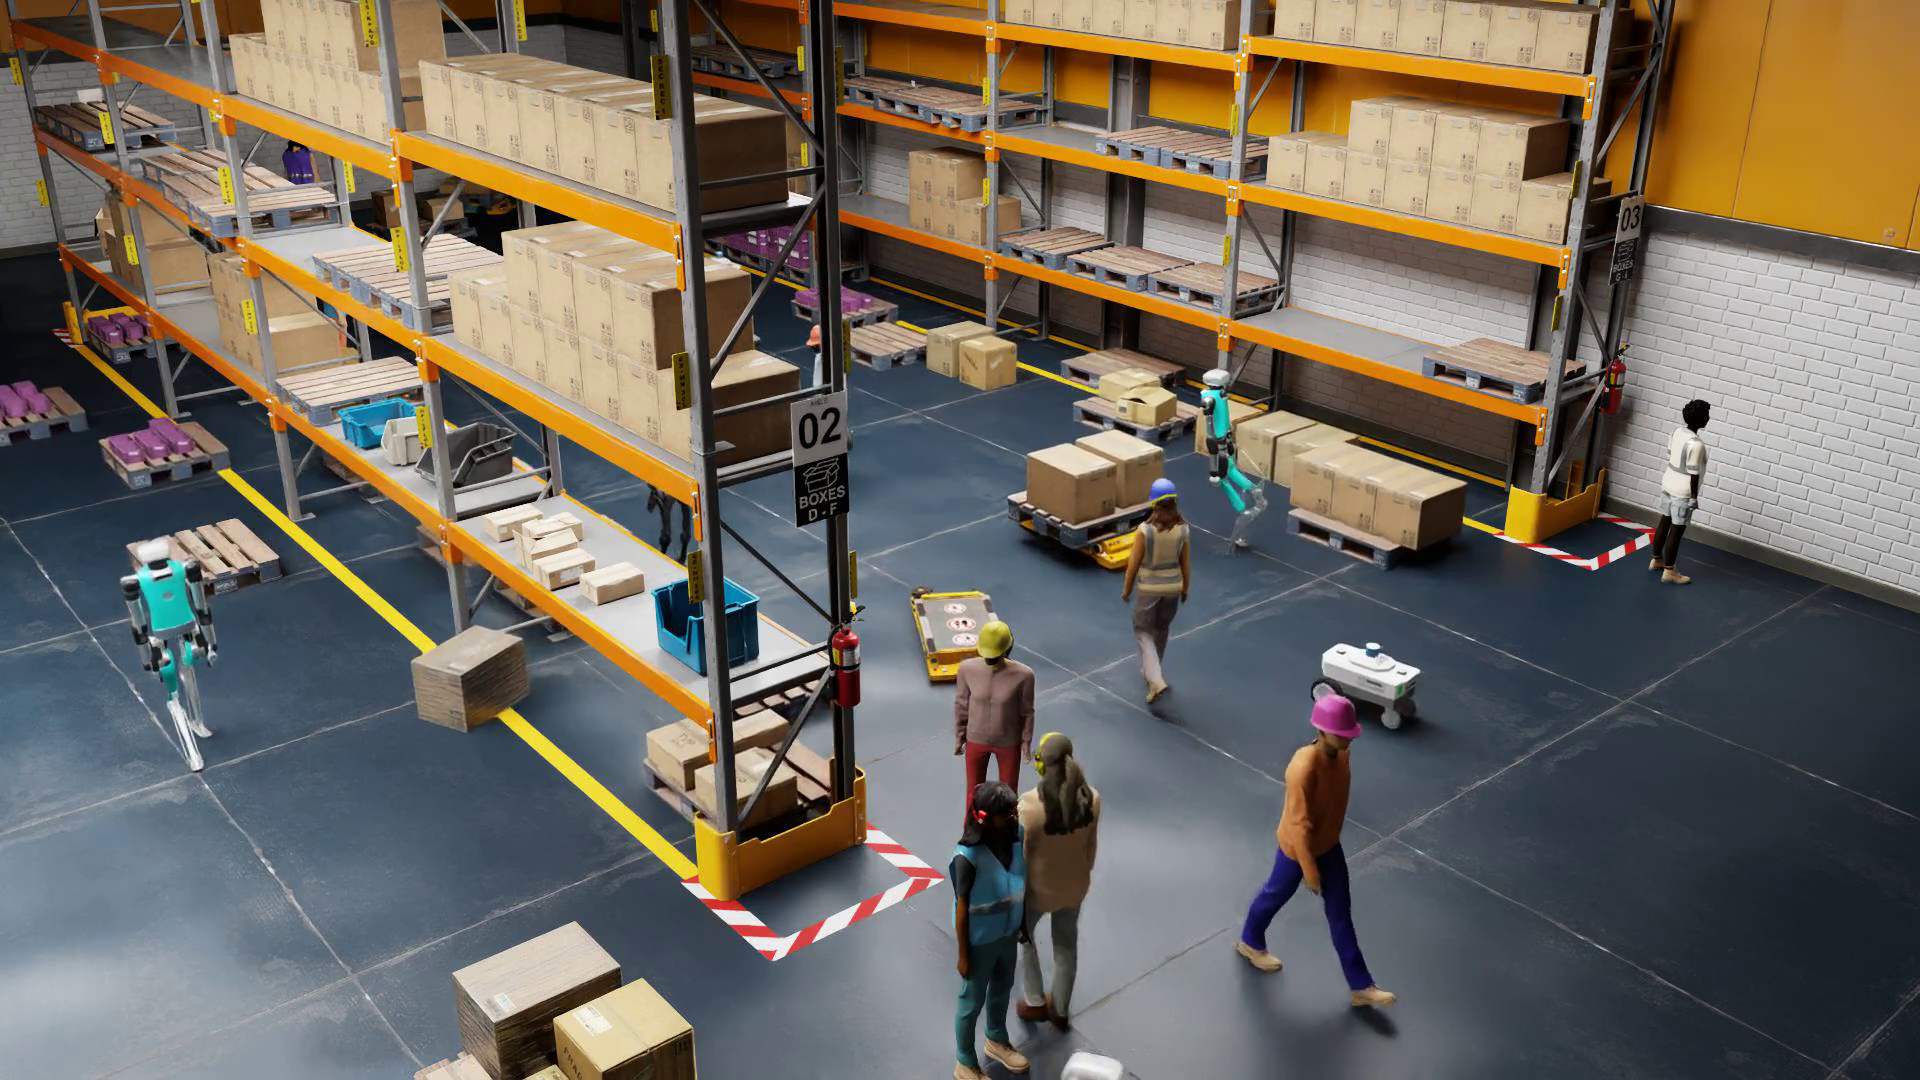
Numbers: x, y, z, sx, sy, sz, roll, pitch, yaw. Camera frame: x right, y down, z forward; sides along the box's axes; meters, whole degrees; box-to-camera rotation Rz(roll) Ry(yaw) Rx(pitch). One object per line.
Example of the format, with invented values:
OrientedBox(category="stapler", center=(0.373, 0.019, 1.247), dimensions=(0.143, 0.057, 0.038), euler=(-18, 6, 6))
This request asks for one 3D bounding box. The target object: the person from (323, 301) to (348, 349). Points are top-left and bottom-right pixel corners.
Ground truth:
OrientedBox(category="person", center=(-7.532, -2.755, 20.133), dimensions=(0.326, 1.767, 0.488), euler=(-11, 26, -23))

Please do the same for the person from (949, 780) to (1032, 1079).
OrientedBox(category="person", center=(0.153, 2.088, 8.811), dimensions=(0.508, 1.860, 0.390), euler=(-20, 31, -39))

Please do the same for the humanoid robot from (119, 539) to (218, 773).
OrientedBox(category="humanoid robot", center=(-5.730, 0.755, 12.070), dimensions=(0.551, 1.784, 0.899), euler=(-17, 29, -34))

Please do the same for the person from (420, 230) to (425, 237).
OrientedBox(category="person", center=(-6.820, -3.176, 21.262), dimensions=(0.445, 1.619, 0.689), euler=(-21, 31, -40))

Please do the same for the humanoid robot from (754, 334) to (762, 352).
OrientedBox(category="humanoid robot", center=(-2.360, -1.413, 17.108), dimensions=(0.537, 1.843, 0.670), euler=(-16, 28, -32))

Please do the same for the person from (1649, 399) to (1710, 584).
OrientedBox(category="person", center=(6.459, -0.445, 14.871), dimensions=(0.318, 1.696, 0.533), euler=(0, 23, -1))

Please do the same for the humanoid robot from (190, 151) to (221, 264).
OrientedBox(category="humanoid robot", center=(-11.685, -5.119, 25.651), dimensions=(0.691, 1.793, 0.545), euler=(16, 28, 32))

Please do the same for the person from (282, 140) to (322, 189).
OrientedBox(category="person", center=(-10.430, -5.576, 26.470), dimensions=(0.532, 1.924, 0.420), euler=(0, 23, -1))

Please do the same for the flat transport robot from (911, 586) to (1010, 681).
OrientedBox(category="flat transport robot", center=(-0.009, 0.762, 13.879), dimensions=(0.659, 0.231, 1.431), euler=(-3, 24, -7))

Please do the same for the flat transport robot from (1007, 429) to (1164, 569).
OrientedBox(category="flat transport robot", center=(1.224, -0.101, 15.877), dimensions=(0.659, 0.231, 1.431), euler=(-16, 28, -33))

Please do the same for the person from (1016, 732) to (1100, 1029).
OrientedBox(category="person", center=(0.502, 1.895, 9.237), dimensions=(0.575, 1.863, 0.500), euler=(-8, 25, -18))

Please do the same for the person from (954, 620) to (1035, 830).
OrientedBox(category="person", center=(0.216, 1.306, 10.741), dimensions=(0.524, 1.759, 0.325), euler=(3, 24, 8))

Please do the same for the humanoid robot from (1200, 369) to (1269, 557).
OrientedBox(category="humanoid robot", center=(2.575, -0.634, 15.361), dimensions=(0.797, 1.850, 0.531), euler=(10, 25, 22))

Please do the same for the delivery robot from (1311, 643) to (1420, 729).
OrientedBox(category="delivery robot", center=(3.129, 1.081, 12.798), dimensions=(0.807, 0.609, 0.499), euler=(19, 30, 37))

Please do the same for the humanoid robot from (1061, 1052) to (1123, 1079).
OrientedBox(category="humanoid robot", center=(0.578, 2.837, 7.189), dimensions=(0.535, 1.769, 0.722), euler=(6, 24, 13))

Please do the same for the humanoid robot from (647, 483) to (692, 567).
OrientedBox(category="humanoid robot", center=(-2.563, -0.507, 15.055), dimensions=(0.593, 1.644, 0.338), euler=(-16, 28, -32))

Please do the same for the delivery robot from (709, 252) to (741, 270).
OrientedBox(category="delivery robot", center=(-3.489, -3.897, 24.325), dimensions=(0.499, 0.608, 0.797), euler=(-18, 29, -36))

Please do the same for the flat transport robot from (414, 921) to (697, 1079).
OrientedBox(category="flat transport robot", center=(-2.079, 3.096, 8.474), dimensions=(1.431, 0.231, 0.659), euler=(-18, 29, -36))

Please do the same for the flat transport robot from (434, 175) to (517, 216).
OrientedBox(category="flat transport robot", center=(-8.609, -5.900, 29.306), dimensions=(1.431, 0.231, 0.659), euler=(3, 24, 7))

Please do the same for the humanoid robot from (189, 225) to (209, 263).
OrientedBox(category="humanoid robot", center=(-10.849, -4.032, 23.160), dimensions=(0.933, 1.784, 0.556), euler=(-7, 24, -17))

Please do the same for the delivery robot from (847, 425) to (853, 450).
OrientedBox(category="delivery robot", center=(-1.473, -1.306, 18.279), dimensions=(0.499, 0.572, 0.747), euler=(-5, 24, -11))

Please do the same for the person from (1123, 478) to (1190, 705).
OrientedBox(category="person", center=(1.544, 0.417, 12.814), dimensions=(0.518, 1.739, 0.675), euler=(-4, 24, -10))

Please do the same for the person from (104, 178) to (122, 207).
OrientedBox(category="person", center=(-11.943, -4.398, 23.892), dimensions=(0.514, 1.806, 0.585), euler=(4, 24, 8))

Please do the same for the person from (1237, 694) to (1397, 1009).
OrientedBox(category="person", center=(2.062, 1.756, 9.489), dimensions=(0.516, 1.924, 1.062), euler=(-18, 29, -36))

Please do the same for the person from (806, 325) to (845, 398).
OrientedBox(category="person", center=(-1.360, -1.351, 16.911), dimensions=(0.372, 1.738, 0.598), euler=(-10, 25, -21))
